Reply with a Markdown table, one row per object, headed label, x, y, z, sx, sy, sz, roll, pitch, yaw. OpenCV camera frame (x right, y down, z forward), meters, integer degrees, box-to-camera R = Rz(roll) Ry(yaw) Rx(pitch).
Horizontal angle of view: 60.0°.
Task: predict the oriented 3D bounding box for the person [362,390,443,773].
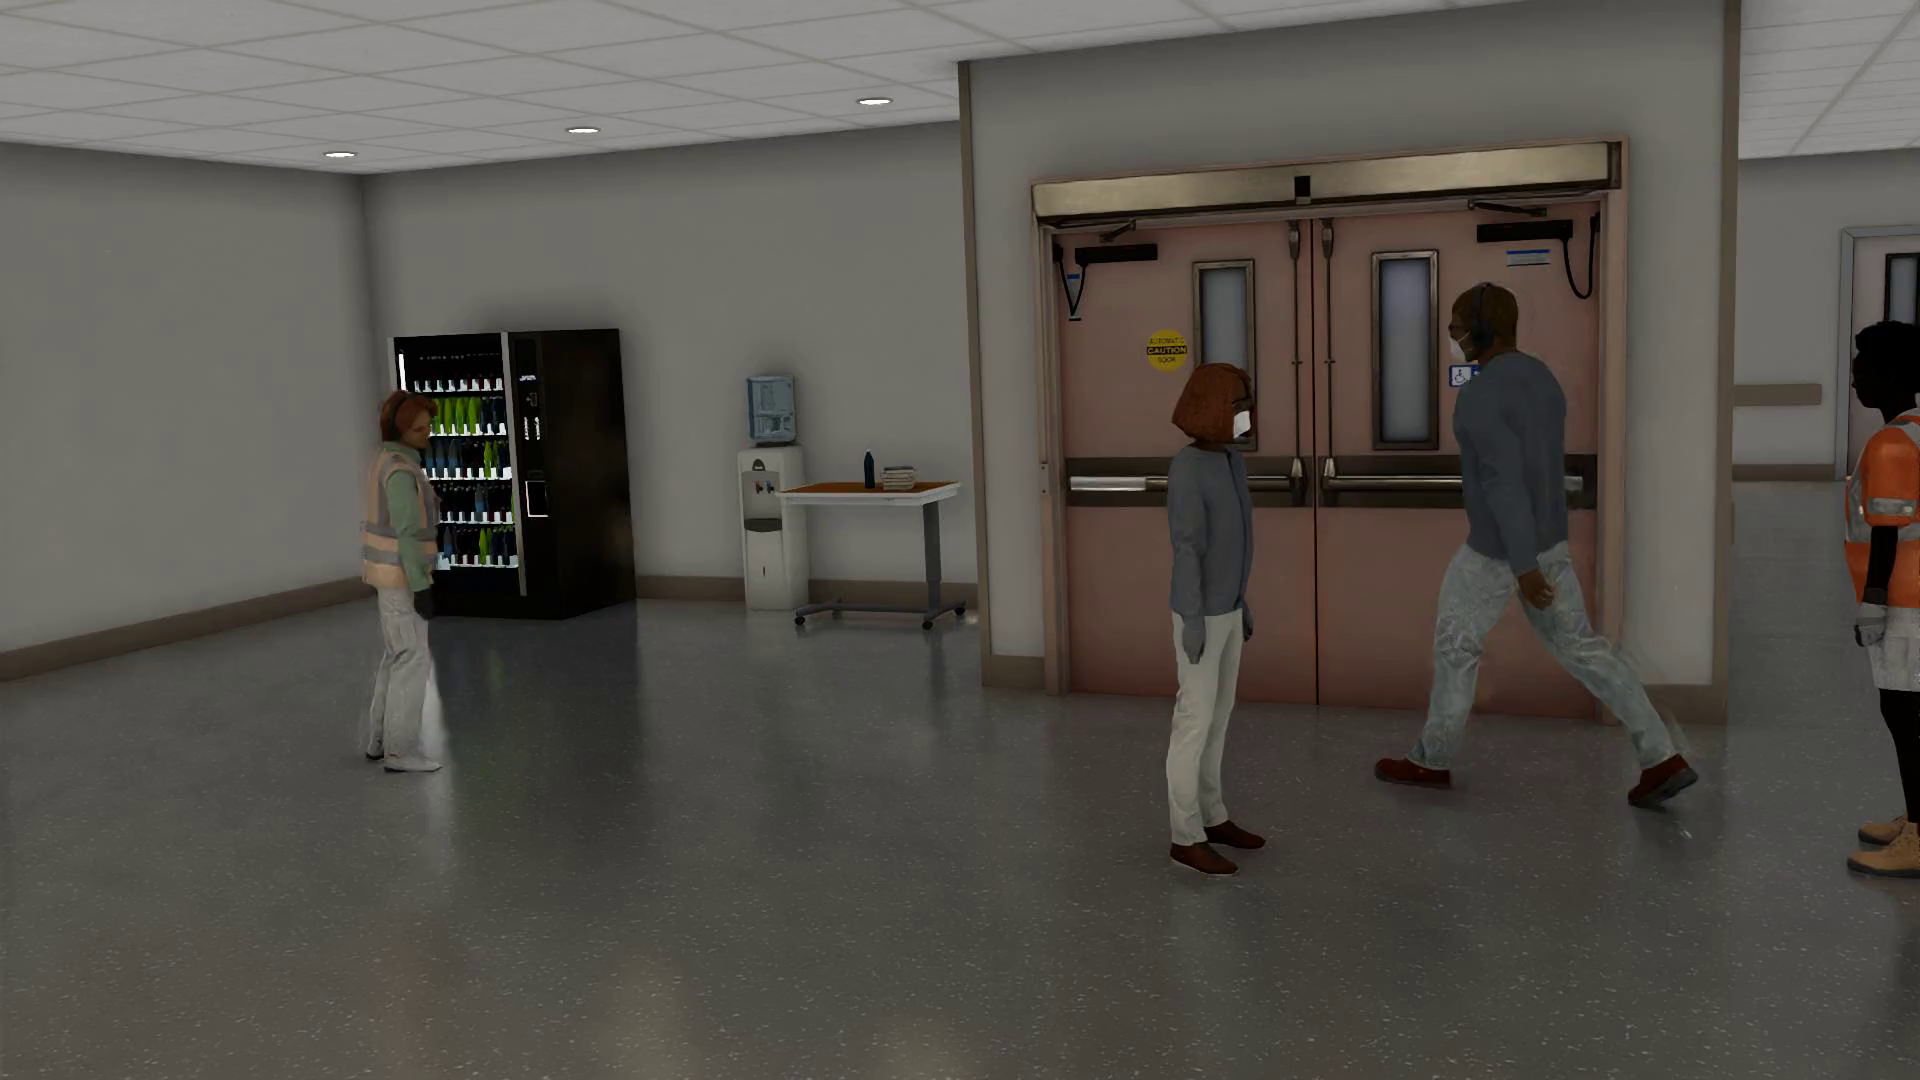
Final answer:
| label | x | y | z | sx | sy | sz | roll | pitch | yaw |
| --- | --- | --- | --- | --- | --- | --- | --- | --- | --- |
| person | -2.351 | 0.176 | 6.994 | 0.403 | 1.609 | 0.619 | -5 | 8 | -22 |

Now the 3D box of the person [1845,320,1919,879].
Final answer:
| label | x | y | z | sx | sy | sz | roll | pitch | yaw |
| --- | --- | --- | --- | --- | --- | --- | --- | --- | --- |
| person | 2.897 | 0.174 | 5.112 | 0.323 | 1.690 | 0.534 | 3 | 9 | 35 |

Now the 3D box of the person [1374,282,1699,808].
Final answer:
| label | x | y | z | sx | sy | sz | roll | pitch | yaw |
| --- | --- | --- | --- | --- | --- | --- | --- | --- | --- |
| person | 2.018 | 0.023 | 5.856 | 0.638 | 1.880 | 1.106 | -9 | 10 | -43 |

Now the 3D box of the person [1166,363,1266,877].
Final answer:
| label | x | y | z | sx | sy | sz | roll | pitch | yaw |
| --- | --- | --- | --- | --- | --- | --- | --- | --- | --- |
| person | 0.826 | 0.245 | 5.392 | 0.271 | 1.632 | 0.503 | 2 | 8 | 29 |
